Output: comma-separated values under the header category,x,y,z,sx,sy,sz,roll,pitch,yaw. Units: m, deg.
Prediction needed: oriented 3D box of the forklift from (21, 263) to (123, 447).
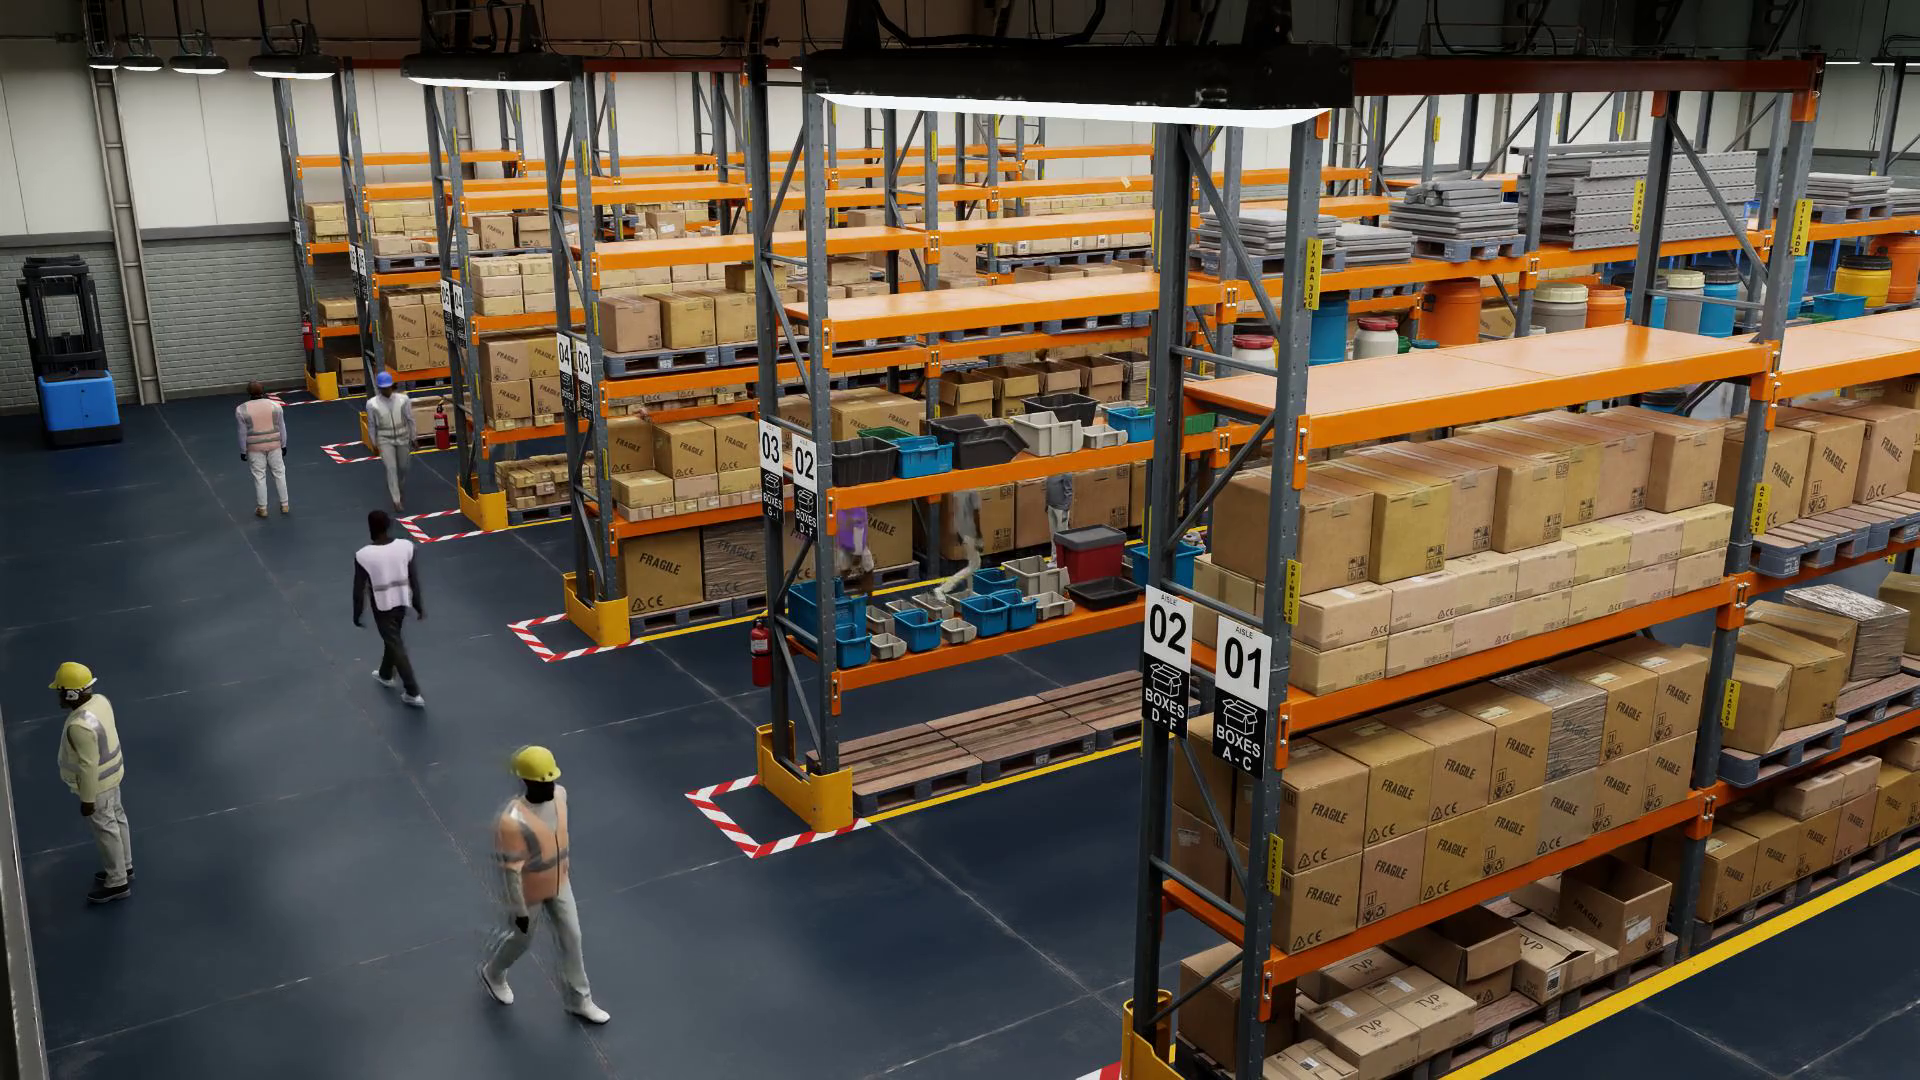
category,x,y,z,sx,sy,sz,roll,pitch,yaw
forklift,-14.518,-3.079,25.708,1.129,2.768,1.873,-10,20,-31

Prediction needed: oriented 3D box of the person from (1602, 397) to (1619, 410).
category,x,y,z,sx,sy,sz,roll,pitch,yaw
person,10.819,-2.576,26.027,0.548,1.667,0.667,4,17,13

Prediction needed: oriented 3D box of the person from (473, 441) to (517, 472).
category,x,y,z,sx,sy,sz,roll,pitch,yaw
person,-6.808,-1.856,23.193,0.740,1.955,0.634,-11,20,-33

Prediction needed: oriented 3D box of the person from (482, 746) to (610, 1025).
category,x,y,z,sx,sy,sz,roll,pitch,yaw
person,-2.739,2.169,10.101,0.933,1.898,0.593,9,19,26

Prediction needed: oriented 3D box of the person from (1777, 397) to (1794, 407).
category,x,y,z,sx,sy,sz,roll,pitch,yaw
person,12.407,-2.103,24.081,0.652,1.906,0.402,1,17,3

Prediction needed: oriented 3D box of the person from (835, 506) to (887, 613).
category,x,y,z,sx,sy,sz,roll,pitch,yaw
person,-1.229,0.014,17.131,0.849,1.913,0.544,-11,20,-31

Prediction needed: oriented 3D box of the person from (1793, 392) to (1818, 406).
category,x,y,z,sx,sy,sz,roll,pitch,yaw
person,13.281,-2.333,24.844,0.511,1.903,0.554,2,17,5

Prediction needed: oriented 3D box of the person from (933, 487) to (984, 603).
category,x,y,z,sx,sy,sz,roll,pitch,yaw
person,0.049,-0.083,17.542,0.673,1.856,0.520,-6,18,-20

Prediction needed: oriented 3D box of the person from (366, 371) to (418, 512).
category,x,y,z,sx,sy,sz,roll,pitch,yaw
person,-7.837,-1.405,21.774,0.605,1.922,0.843,-10,20,-29

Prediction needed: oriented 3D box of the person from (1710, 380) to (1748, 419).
category,x,y,z,sx,sy,sz,roll,pitch,yaw
person,12.643,-2.669,25.907,0.464,1.924,0.633,-13,21,-37

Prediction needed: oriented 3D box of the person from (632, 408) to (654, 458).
category,x,y,z,sx,sy,sz,roll,pitch,yaw
person,-3.952,-0.698,19.507,0.668,1.883,0.664,14,22,39

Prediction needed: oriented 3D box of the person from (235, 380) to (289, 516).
category,x,y,z,sx,sy,sz,roll,pitch,yaw
person,-9.446,-1.250,21.391,0.621,1.845,0.429,-12,21,-34

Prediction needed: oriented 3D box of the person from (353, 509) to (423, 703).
category,x,y,z,sx,sy,sz,roll,pitch,yaw
person,-5.525,0.619,15.226,0.997,1.869,0.609,14,22,38

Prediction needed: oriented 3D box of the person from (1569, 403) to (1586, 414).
category,x,y,z,sx,sy,sz,roll,pitch,yaw
person,7.983,-1.007,20.640,0.976,1.821,0.514,-10,20,-30

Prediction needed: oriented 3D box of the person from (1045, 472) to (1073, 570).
category,x,y,z,sx,sy,sz,roll,pitch,yaw
person,1.165,-0.383,18.896,0.280,1.636,0.500,-9,19,-27

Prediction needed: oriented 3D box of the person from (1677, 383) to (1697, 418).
category,x,y,z,sx,sy,sz,roll,pitch,yaw
person,10.831,-2.014,23.772,0.600,1.920,0.397,-12,20,-34

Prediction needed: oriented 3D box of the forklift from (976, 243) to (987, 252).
category,x,y,z,sx,sy,sz,roll,pitch,yaw
forklift,0.988,-5.474,34.718,1.214,2.155,2.313,-10,20,-31

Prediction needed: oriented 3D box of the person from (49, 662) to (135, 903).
category,x,y,z,sx,sy,sz,roll,pitch,yaw
person,-6.348,1.754,11.556,0.404,1.834,0.592,-4,17,-14

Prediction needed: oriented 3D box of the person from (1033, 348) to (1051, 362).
category,x,y,z,sx,sy,sz,roll,pitch,yaw
person,1.219,-2.160,24.381,0.954,1.831,0.602,-10,20,-30
